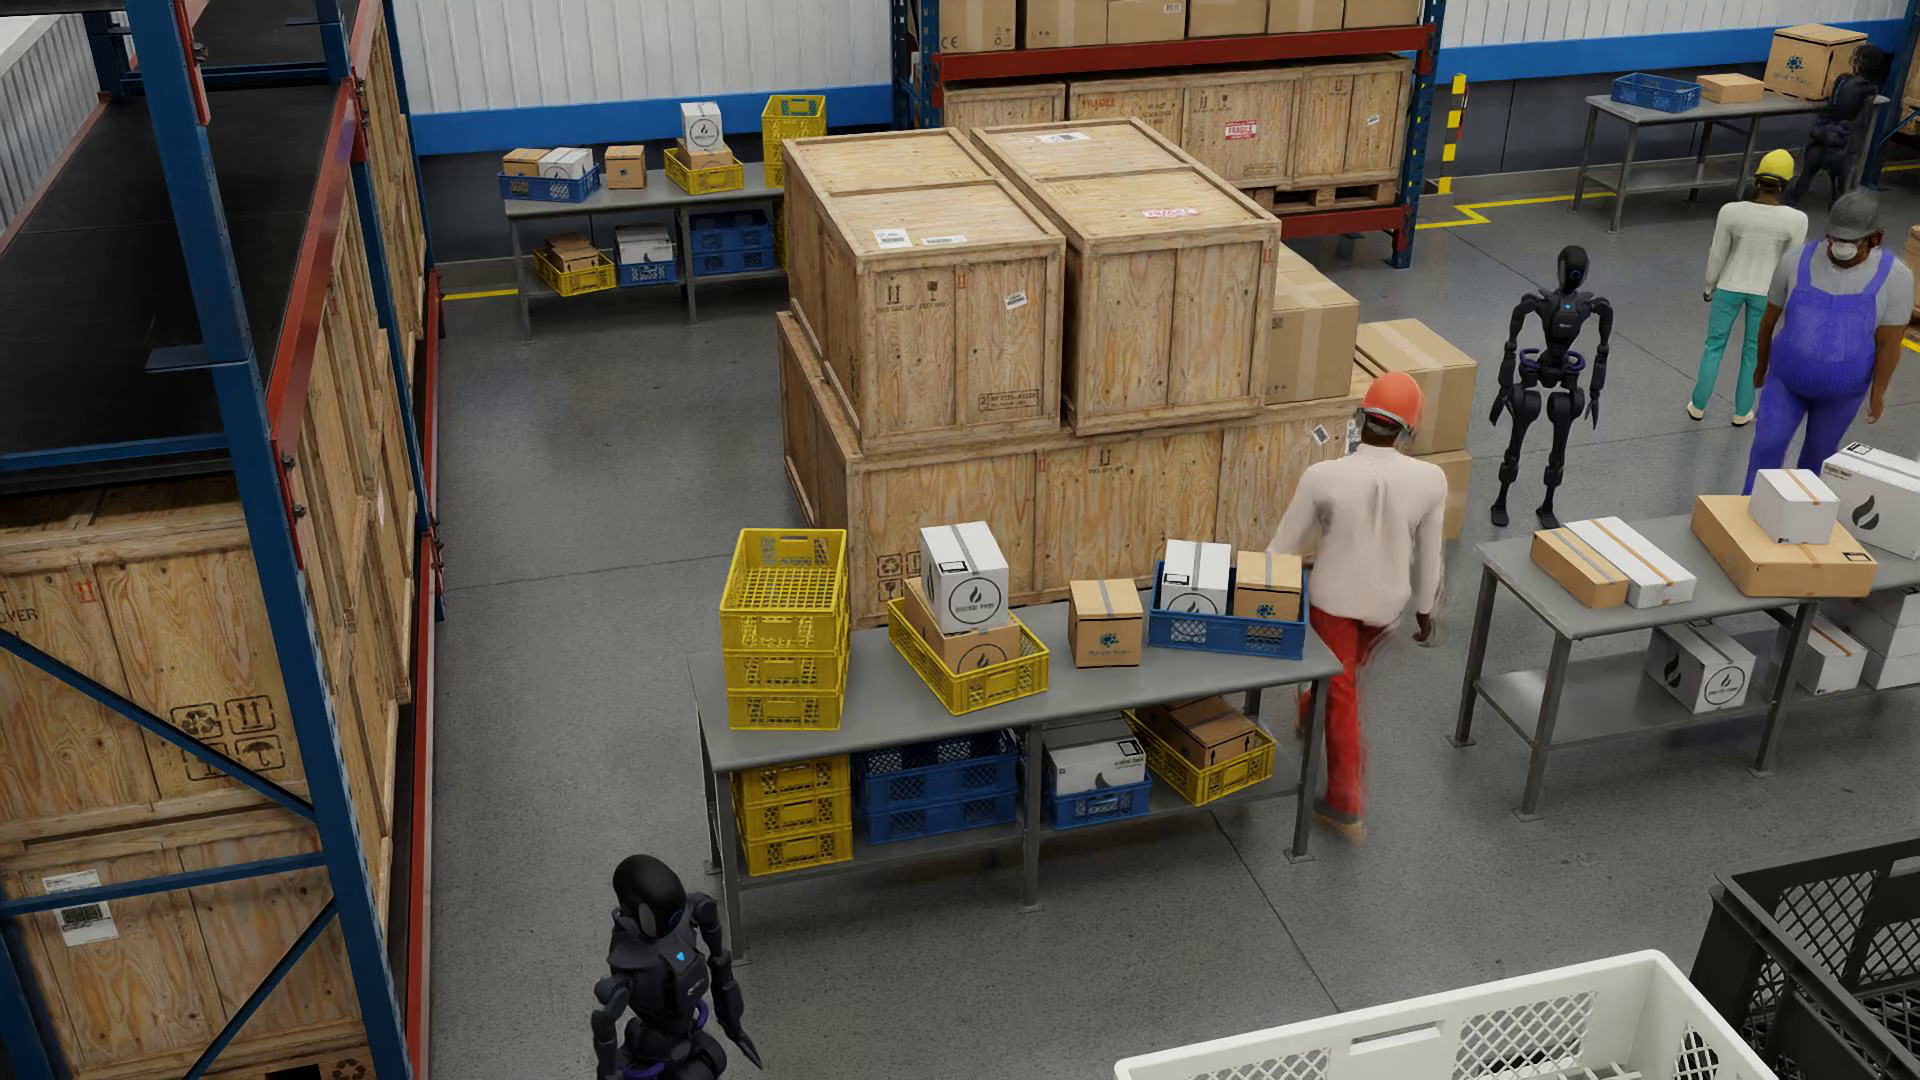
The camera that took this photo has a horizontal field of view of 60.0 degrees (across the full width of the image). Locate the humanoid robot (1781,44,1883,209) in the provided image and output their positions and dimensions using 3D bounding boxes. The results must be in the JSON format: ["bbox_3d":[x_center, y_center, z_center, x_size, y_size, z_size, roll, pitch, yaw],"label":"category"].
[{"bbox_3d":[7.089,-3.214,13.556,0.809,1.623,0.669,-5,29,-9],"label":"humanoid robot"}]

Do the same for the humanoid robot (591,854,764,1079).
[{"bbox_3d":[-0.828,1.560,4.824,0.333,1.648,0.592,15,32,25],"label":"humanoid robot"}]

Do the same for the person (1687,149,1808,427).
[{"bbox_3d":[4.920,-1.561,10.397,0.524,1.768,0.306,13,32,23],"label":"person"}]

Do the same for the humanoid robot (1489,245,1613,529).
[{"bbox_3d":[3.238,-0.829,9.157,0.579,1.652,0.308,4,29,8],"label":"humanoid robot"}]

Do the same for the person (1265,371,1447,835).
[{"bbox_3d":[1.608,0.209,7.022,0.736,1.925,1.056,-2,29,-4],"label":"person"}]

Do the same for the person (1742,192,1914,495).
[{"bbox_3d":[4.569,-0.868,8.857,0.699,2.000,0.870,16,32,26],"label":"person"}]
